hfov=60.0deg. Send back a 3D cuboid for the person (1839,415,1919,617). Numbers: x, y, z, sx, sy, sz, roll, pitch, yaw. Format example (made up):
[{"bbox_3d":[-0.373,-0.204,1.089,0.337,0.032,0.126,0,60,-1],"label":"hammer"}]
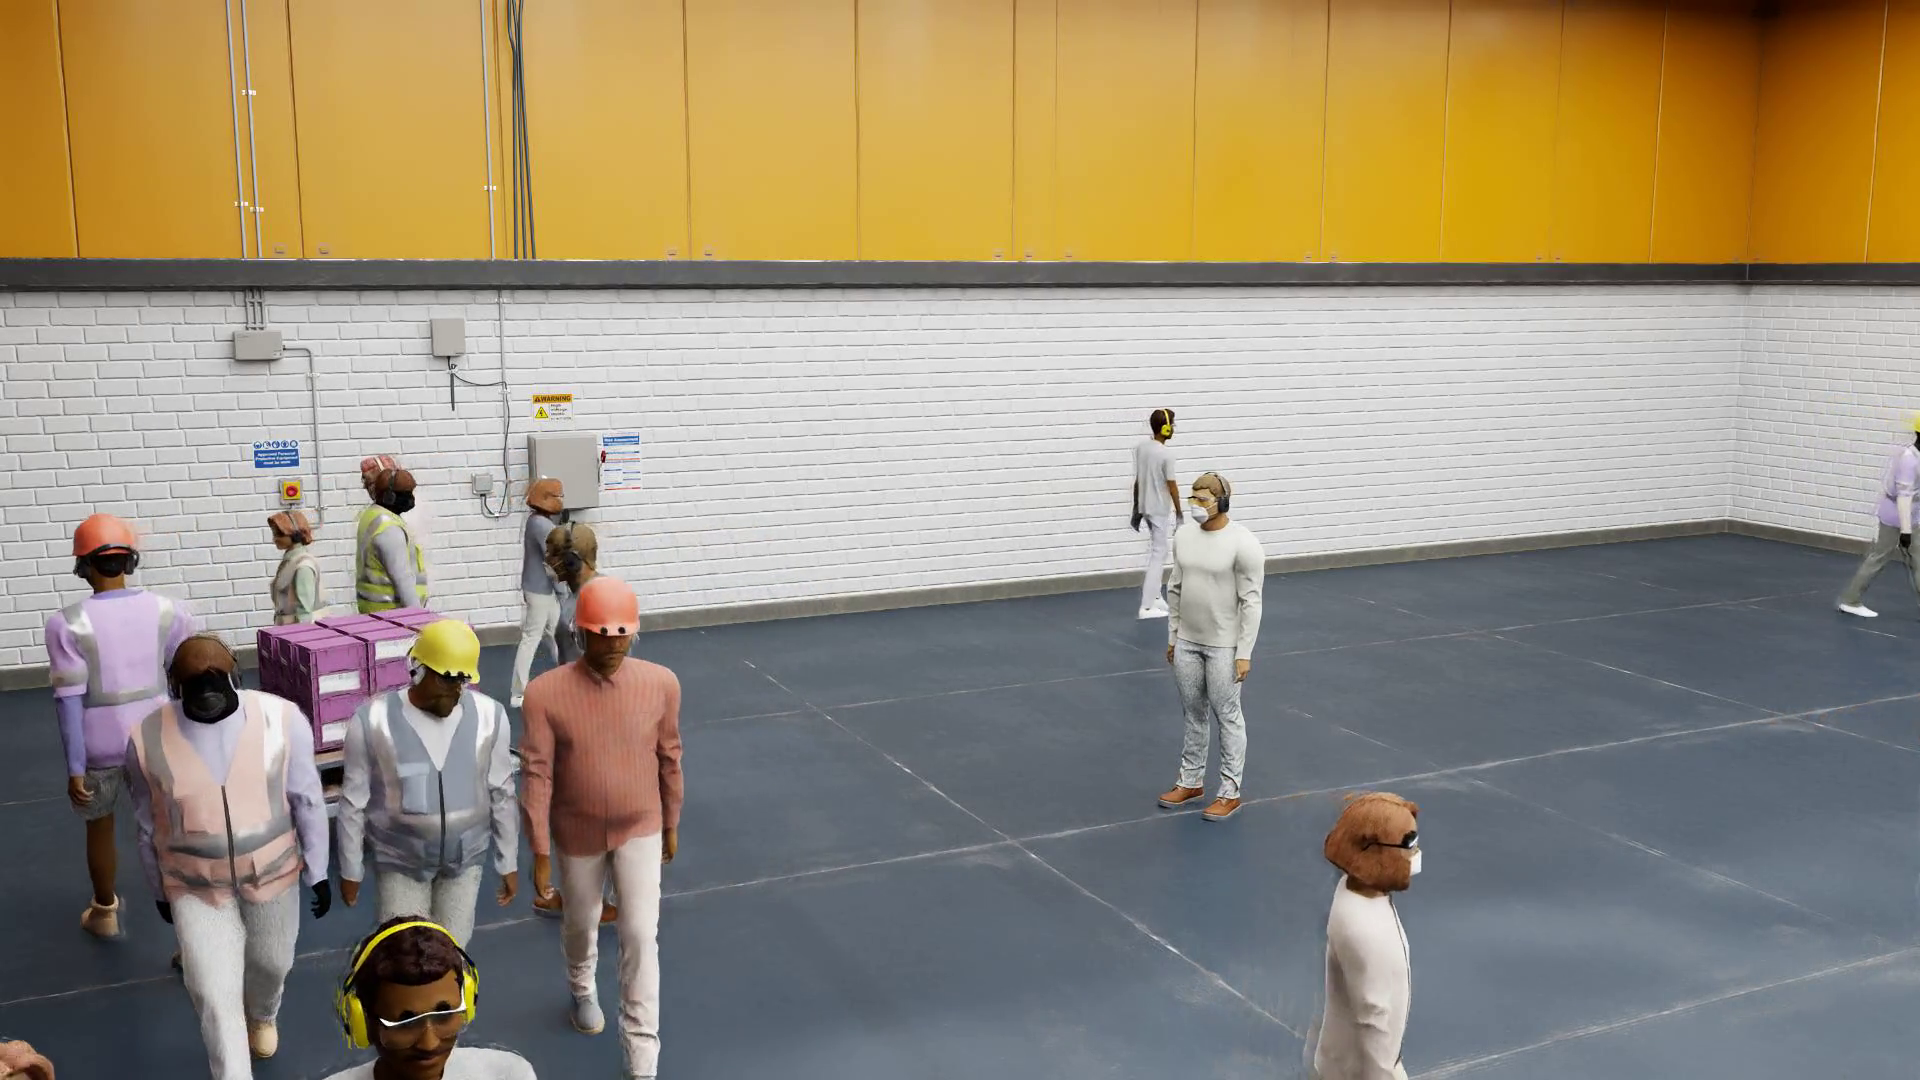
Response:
[{"bbox_3d":[8.165,-0.192,14.347,0.991,1.850,0.655,9,13,43],"label":"person"}]

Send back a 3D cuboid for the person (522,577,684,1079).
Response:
[{"bbox_3d":[-1.347,1.071,6.307,0.607,1.939,1.058,-3,10,-18],"label":"person"}]

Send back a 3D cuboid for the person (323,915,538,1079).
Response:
[{"bbox_3d":[-1.016,1.612,3.159,0.561,1.846,0.400,-6,11,-33],"label":"person"}]

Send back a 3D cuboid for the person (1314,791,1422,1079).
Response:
[{"bbox_3d":[1.160,1.489,4.634,0.343,1.622,0.505,3,10,19],"label":"person"}]

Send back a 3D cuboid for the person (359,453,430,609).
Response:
[{"bbox_3d":[-3.649,0.357,10.888,0.502,1.878,0.687,-1,9,-7],"label":"person"}]

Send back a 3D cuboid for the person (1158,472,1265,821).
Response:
[{"bbox_3d":[1.393,0.582,9.273,0.371,1.940,0.630,-8,12,-41],"label":"person"}]

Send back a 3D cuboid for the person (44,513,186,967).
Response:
[{"bbox_3d":[-3.633,0.874,7.309,1.050,1.995,0.625,8,12,40],"label":"person"}]

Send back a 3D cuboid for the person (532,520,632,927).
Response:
[{"bbox_3d":[-1.783,0.859,7.613,0.695,1.915,0.667,-1,9,-5],"label":"person"}]

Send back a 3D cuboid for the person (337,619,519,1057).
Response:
[{"bbox_3d":[-1.946,1.162,6.115,0.616,1.801,0.469,-6,11,-32],"label":"person"}]

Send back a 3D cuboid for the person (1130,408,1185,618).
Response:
[{"bbox_3d":[1.787,-0.232,14.605,0.593,1.849,0.540,-5,10,-28],"label":"person"}]

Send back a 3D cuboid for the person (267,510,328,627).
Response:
[{"bbox_3d":[-3.967,0.622,10.014,0.420,1.617,0.549,-6,11,-31],"label":"person"}]

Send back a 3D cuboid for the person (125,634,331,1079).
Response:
[{"bbox_3d":[-2.619,1.183,5.986,0.630,1.806,0.902,-5,10,-27],"label":"person"}]

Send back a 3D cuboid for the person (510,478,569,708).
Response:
[{"bbox_3d":[-2.838,0.366,11.657,0.771,1.599,0.510,-4,10,-26],"label":"person"}]

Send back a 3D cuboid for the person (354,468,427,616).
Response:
[{"bbox_3d":[-3.531,0.449,10.496,0.581,1.812,0.641,-4,10,-24],"label":"person"}]

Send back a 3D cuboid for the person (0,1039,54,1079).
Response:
[{"bbox_3d":[-1.773,1.737,3.157,0.812,1.602,0.525,5,10,28],"label":"person"}]
